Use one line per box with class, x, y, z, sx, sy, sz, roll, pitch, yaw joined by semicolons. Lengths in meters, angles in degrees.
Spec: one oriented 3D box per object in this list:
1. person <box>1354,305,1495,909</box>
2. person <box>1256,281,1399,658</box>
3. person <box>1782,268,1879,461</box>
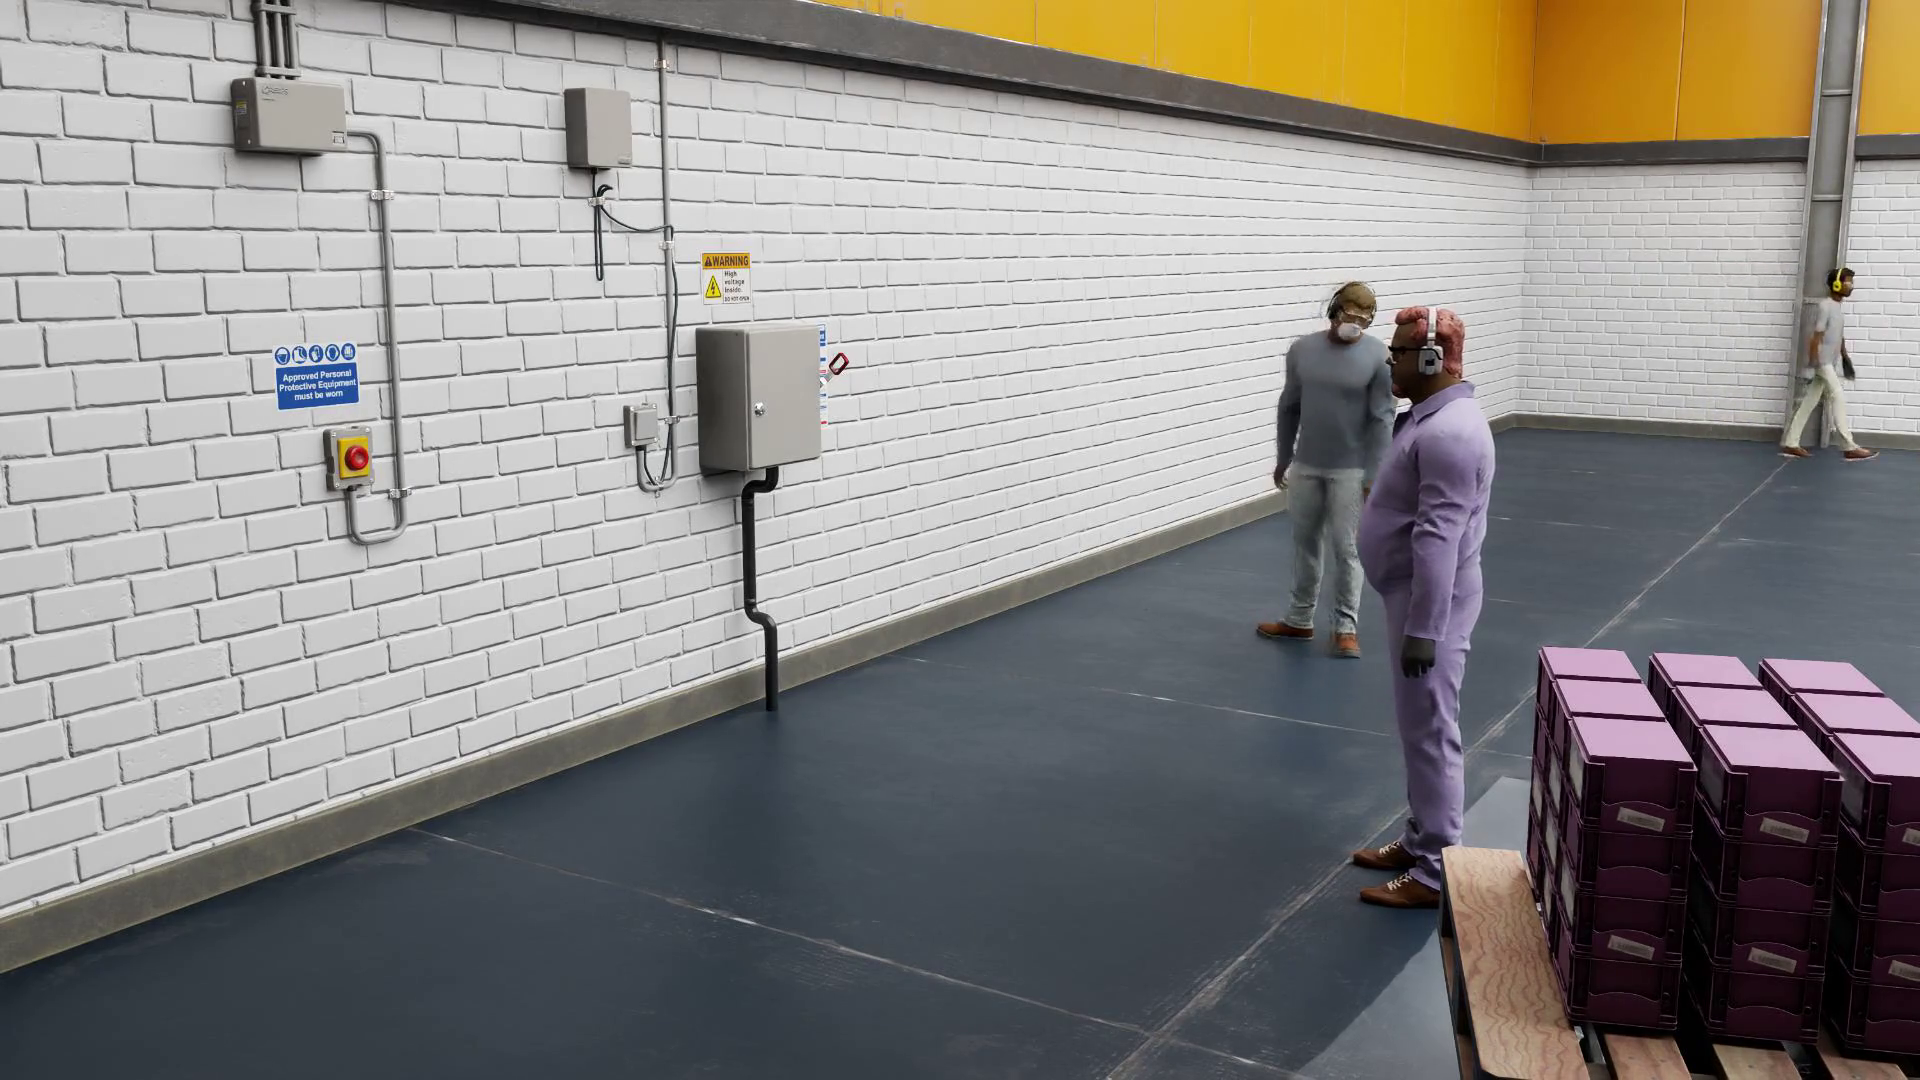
person;1.462;0.211;5.308;0.402;1.901;0.647;2;10;13
person;1.851;-0.357;8.467;0.793;1.913;0.352;9;14;42
person;8.396;-1.669;15.896;0.922;1.828;0.507;7;12;34
